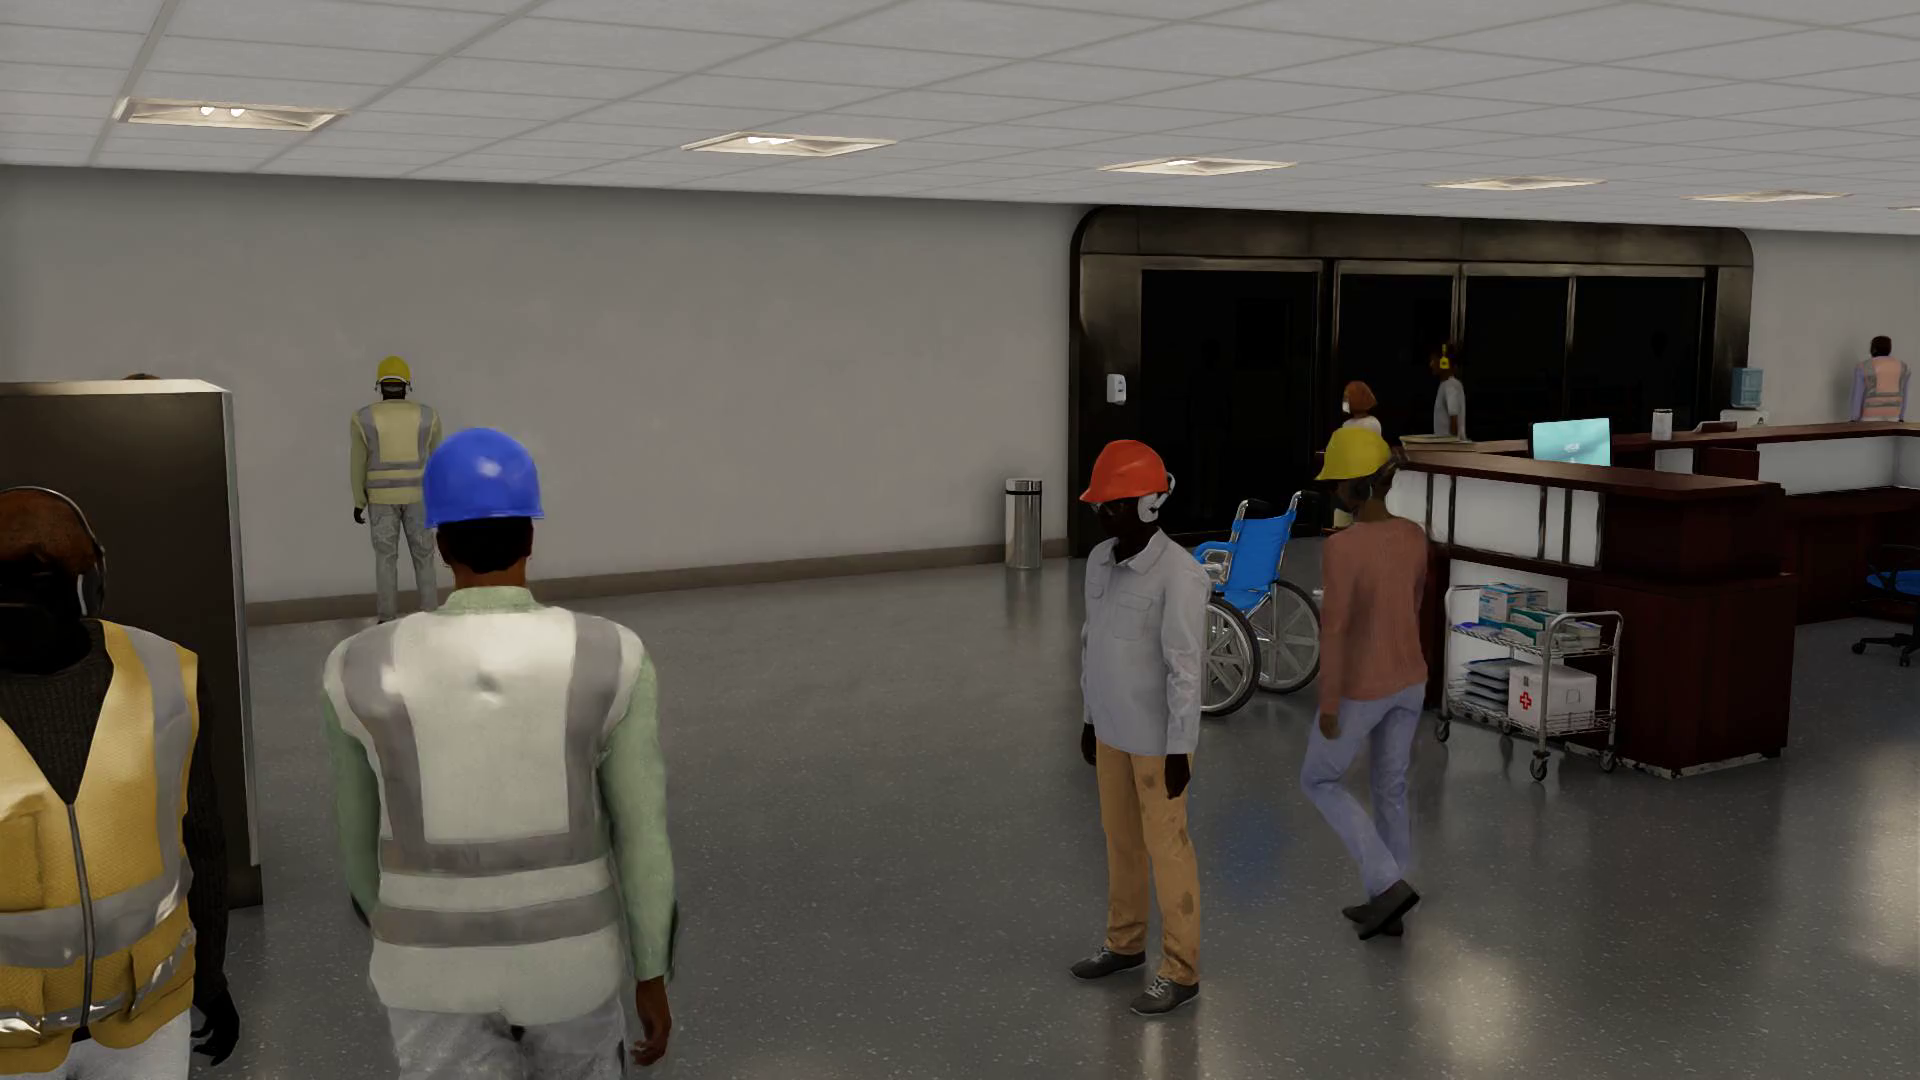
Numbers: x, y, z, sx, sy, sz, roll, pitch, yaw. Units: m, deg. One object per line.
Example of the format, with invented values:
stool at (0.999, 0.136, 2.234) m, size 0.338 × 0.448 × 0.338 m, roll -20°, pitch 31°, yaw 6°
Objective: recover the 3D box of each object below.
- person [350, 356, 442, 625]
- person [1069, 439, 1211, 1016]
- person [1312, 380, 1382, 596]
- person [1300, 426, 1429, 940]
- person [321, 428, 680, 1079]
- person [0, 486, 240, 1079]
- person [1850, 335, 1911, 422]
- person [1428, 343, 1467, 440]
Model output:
person at (-3.689, -0.291, 10.937) m, size 0.600 × 1.830 × 0.403 m, roll -4°, pitch 9°, yaw -25°
person at (0.525, 0.561, 5.095) m, size 0.361 × 1.742 × 0.563 m, roll -4°, pitch 9°, yaw -29°
person at (2.996, -0.379, 12.342) m, size 0.682 × 1.612 × 0.502 m, roll -3°, pitch 8°, yaw -20°
person at (1.380, 0.493, 5.580) m, size 0.546 × 1.746 × 0.400 m, roll -5°, pitch 9°, yaw -34°
person at (-0.858, 0.746, 3.151) m, size 0.601 × 1.903 × 0.910 m, roll -2°, pitch 8°, yaw -16°
person at (-1.549, 0.823, 2.859) m, size 0.430 × 1.841 × 0.624 m, roll 8°, pitch 11°, yaw 44°
person at (10.594, -1.435, 19.192) m, size 0.634 × 1.842 × 0.430 m, roll 0°, pitch 8°, yaw 2°
person at (4.061, -0.743, 14.170) m, size 0.657 × 1.839 × 0.497 m, roll 4°, pitch 9°, yaw 24°
